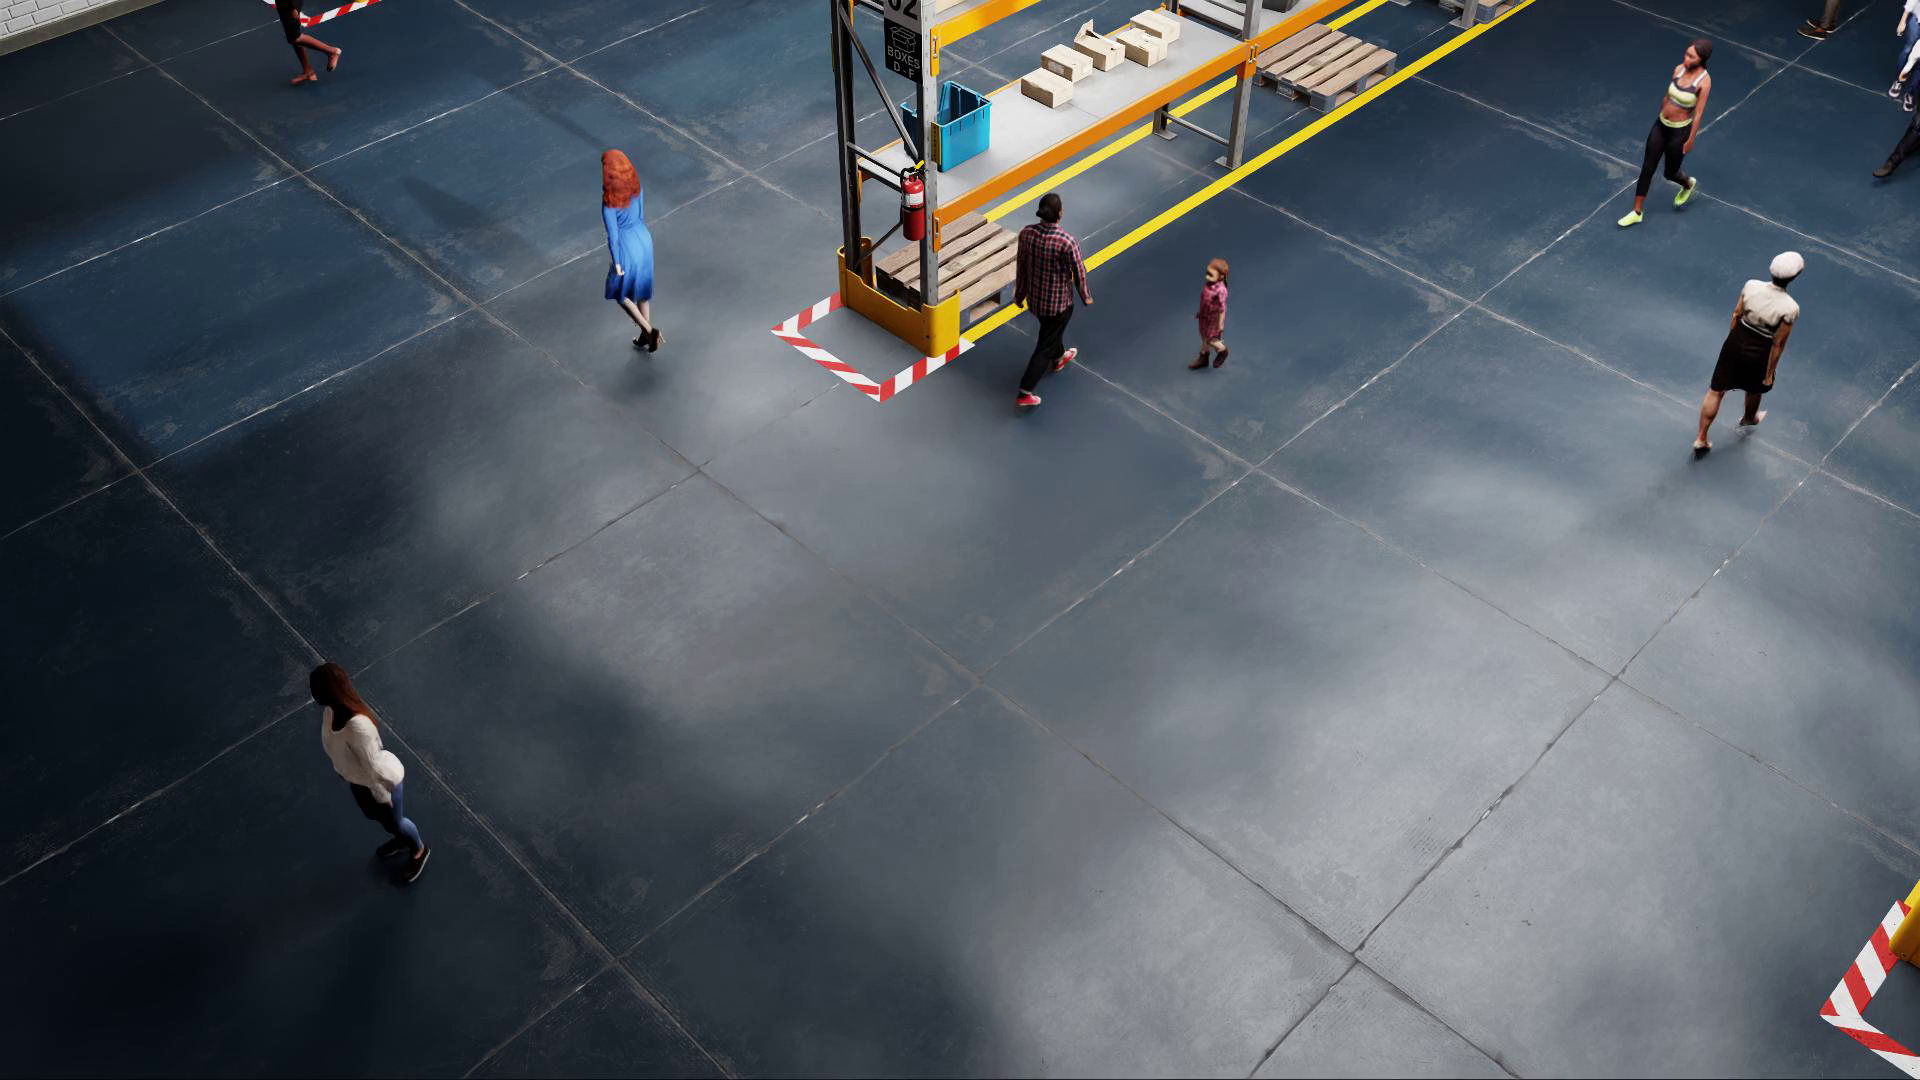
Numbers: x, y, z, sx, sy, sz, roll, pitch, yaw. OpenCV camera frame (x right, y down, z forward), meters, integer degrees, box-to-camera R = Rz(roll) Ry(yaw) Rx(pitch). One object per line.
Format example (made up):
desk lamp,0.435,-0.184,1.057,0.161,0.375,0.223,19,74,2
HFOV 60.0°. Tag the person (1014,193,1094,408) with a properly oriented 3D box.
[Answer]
person,0.636,-1.791,12.640,0.742,1.736,1.155,31,51,28

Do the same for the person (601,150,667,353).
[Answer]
person,-2.509,-2.192,13.003,0.740,1.815,0.728,26,49,25

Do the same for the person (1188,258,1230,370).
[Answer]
person,2.026,-1.795,13.166,0.614,1.015,0.529,-16,46,-16

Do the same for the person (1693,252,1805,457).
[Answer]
person,5.693,-1.305,12.136,1.037,1.725,0.746,-27,50,-26

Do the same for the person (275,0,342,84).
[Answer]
person,-6.506,-5.301,16.343,0.854,1.709,0.730,-22,48,-21

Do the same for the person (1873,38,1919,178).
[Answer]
person,8.947,-4.238,15.148,1.258,1.819,0.836,-25,49,-24

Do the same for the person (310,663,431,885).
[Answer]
person,-3.316,1.355,9.378,0.642,1.679,0.538,22,48,22

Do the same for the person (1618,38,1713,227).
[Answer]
person,6.274,-3.559,14.497,1.073,1.734,0.742,-22,48,-21

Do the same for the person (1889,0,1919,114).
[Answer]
person,9.427,-5.112,16.159,0.797,1.689,0.911,20,47,19
